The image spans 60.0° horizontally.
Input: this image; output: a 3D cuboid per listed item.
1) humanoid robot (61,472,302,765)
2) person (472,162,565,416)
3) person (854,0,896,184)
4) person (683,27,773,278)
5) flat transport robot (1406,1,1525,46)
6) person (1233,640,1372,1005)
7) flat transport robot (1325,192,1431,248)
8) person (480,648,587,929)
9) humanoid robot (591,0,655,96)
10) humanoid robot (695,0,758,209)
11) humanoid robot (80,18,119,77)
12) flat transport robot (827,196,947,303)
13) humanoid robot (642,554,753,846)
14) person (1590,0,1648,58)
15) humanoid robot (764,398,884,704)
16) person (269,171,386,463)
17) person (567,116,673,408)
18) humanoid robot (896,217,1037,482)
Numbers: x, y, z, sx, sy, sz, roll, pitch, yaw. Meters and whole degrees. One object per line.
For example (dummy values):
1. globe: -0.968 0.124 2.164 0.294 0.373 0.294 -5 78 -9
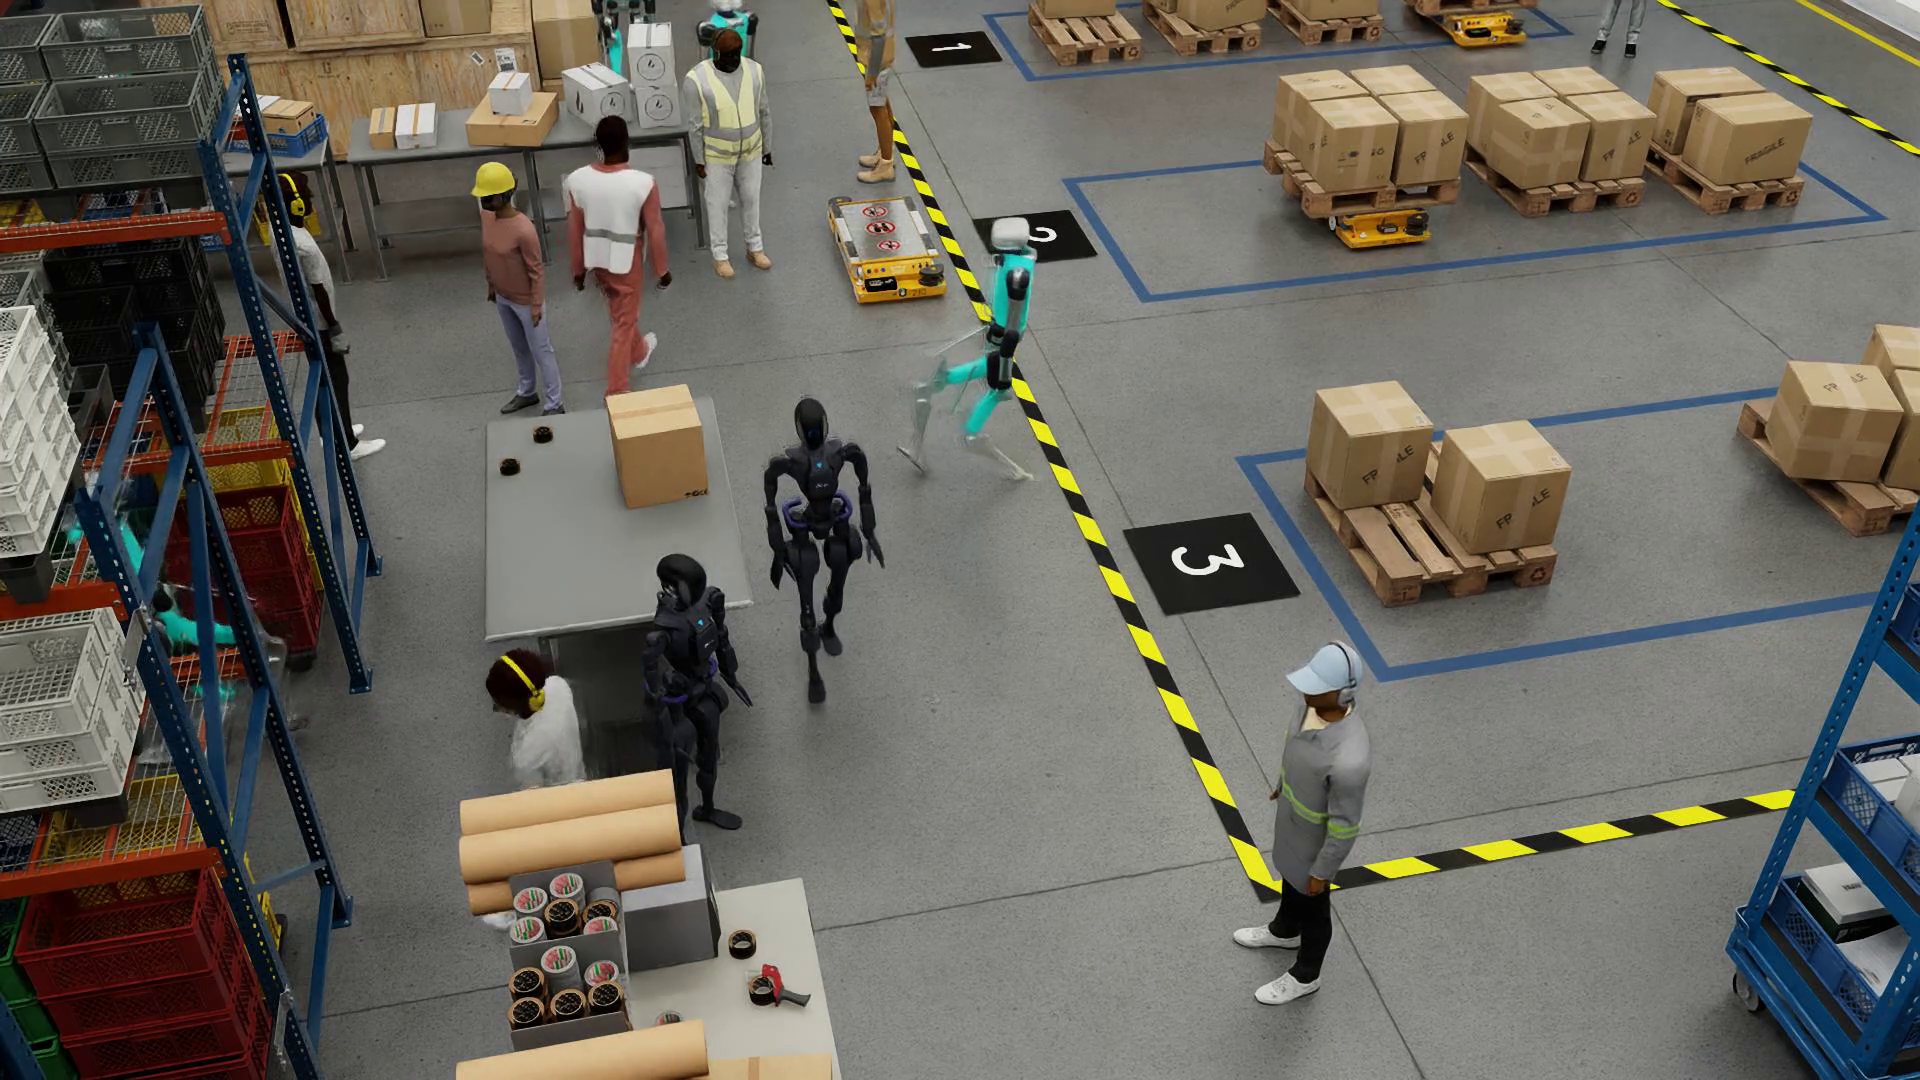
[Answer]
1. humanoid robot: -3.560 0.409 7.812 1.030 1.764 0.540 -7 37 -9
2. person: -2.761 -1.516 10.336 0.522 1.768 0.308 26 44 31
3. person: -0.700 -3.851 13.246 0.379 2.039 0.614 1 37 2
4. person: -1.637 -2.800 12.010 0.629 1.835 0.429 -18 40 -23
5. flat transport robot: 5.030 -5.309 16.665 0.652 0.197 1.431 -8 37 -10
6. person: 1.390 1.134 6.702 0.364 1.852 0.596 -4 37 -6
7. flat transport robot: 3.134 -2.740 13.213 0.652 0.197 1.431 -8 37 -10
8. person: -1.793 1.125 6.739 0.751 1.827 0.555 2 37 2
9. humanoid robot: -2.801 -4.137 13.899 0.544 1.771 0.959 -4 37 -5
10. humanoid robot: -1.908 -3.401 12.918 0.659 1.811 0.561 30 46 34
11. humanoid robot: -6.001 -2.988 12.430 0.713 1.906 0.541 -14 39 -17
12. flat transport robot: -0.570 -2.220 12.538 0.659 0.231 1.431 -8 37 -10
13. humanoid robot: -1.181 0.735 7.375 0.315 1.655 0.599 20 41 24
14. person: 6.348 -5.444 15.562 0.599 1.827 0.404 14 39 18
15. humanoid robot: -0.665 0.032 8.351 0.585 1.635 0.713 -12 38 -15
16. person: -3.852 -1.328 10.011 0.331 1.862 0.496 -27 45 -32
17. person: -2.145 -1.776 10.608 0.596 1.853 0.967 13 38 16
18. humanoid robot: -0.008 -1.050 9.797 1.047 1.787 0.530 -1 37 -1
